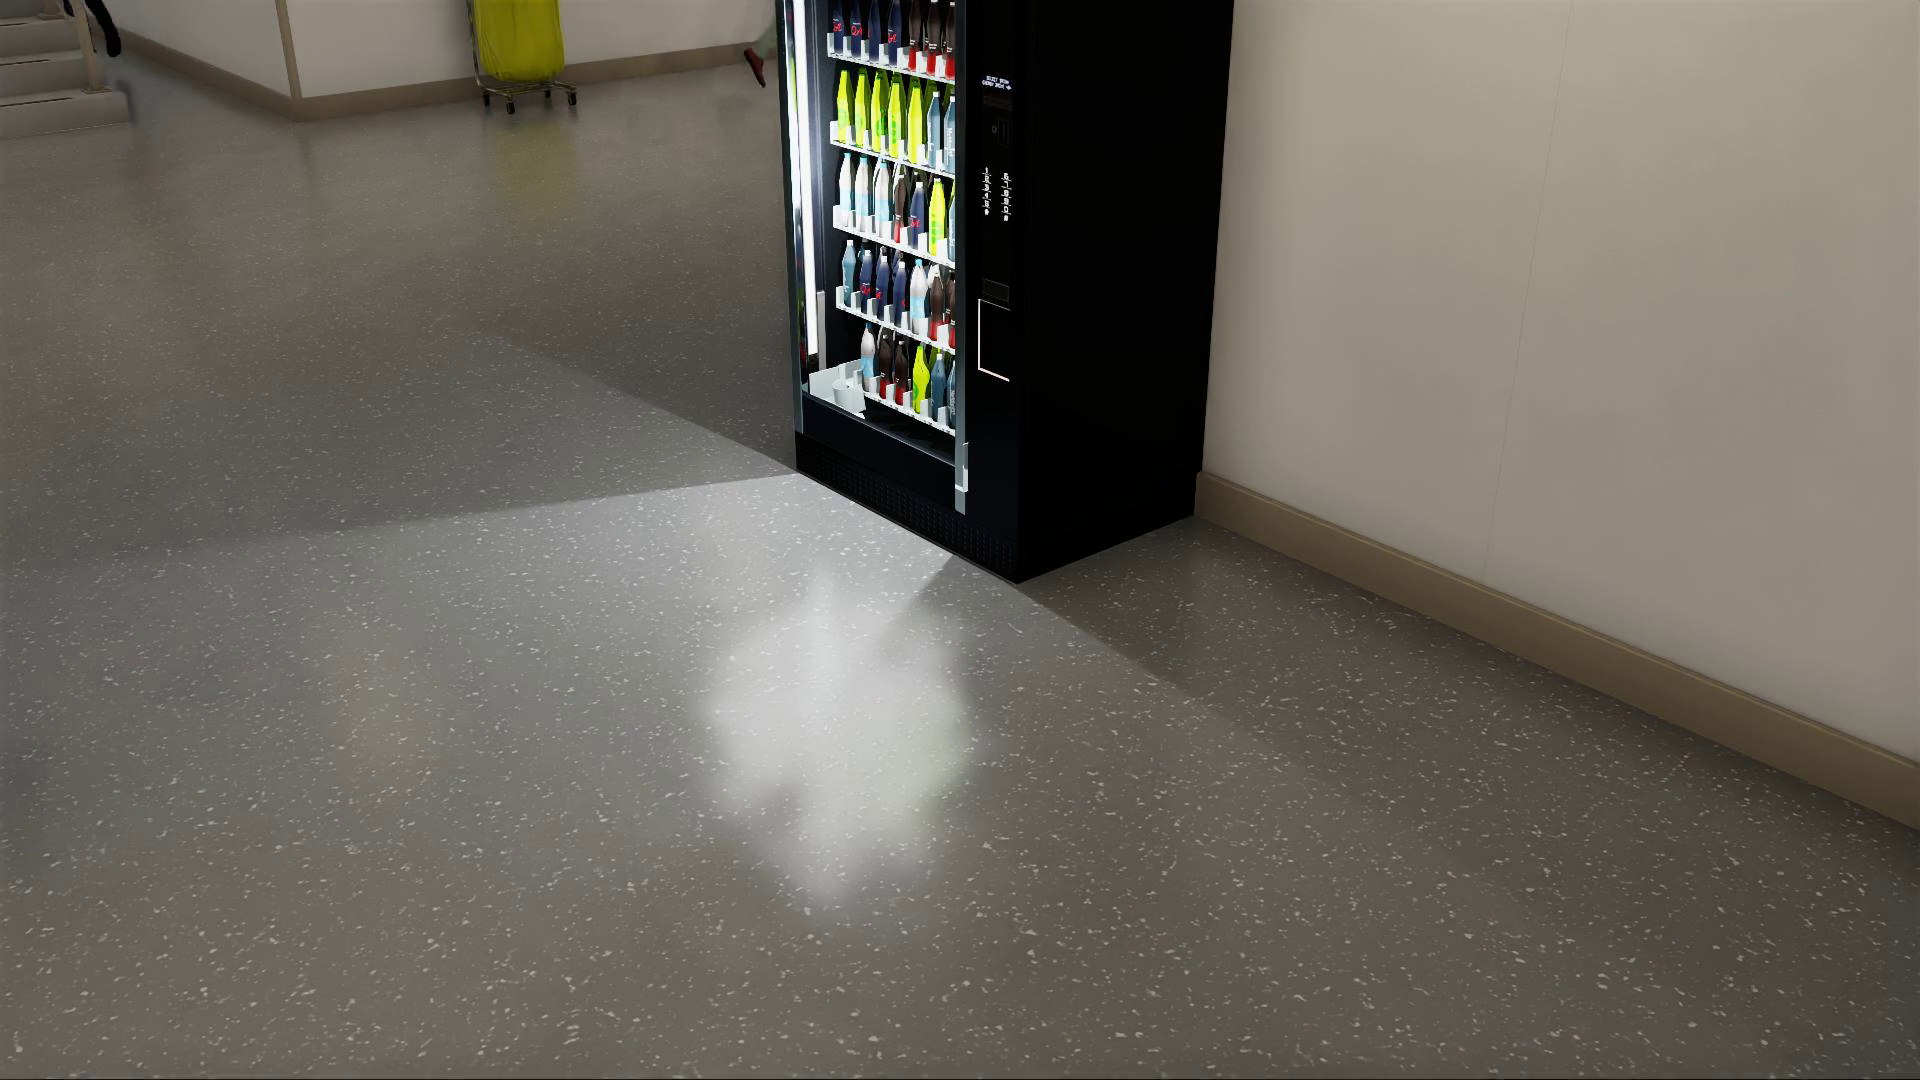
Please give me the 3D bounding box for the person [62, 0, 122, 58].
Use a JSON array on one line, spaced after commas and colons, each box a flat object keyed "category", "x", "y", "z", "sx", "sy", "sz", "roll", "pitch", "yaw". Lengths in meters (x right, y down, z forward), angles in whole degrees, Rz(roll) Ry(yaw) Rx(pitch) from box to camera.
[{"category": "person", "x": -7.035, "y": -4.689, "z": 13.139, "sx": 1.007, "sy": 1.864, "sz": 0.788, "roll": 21, "pitch": 33, "yaw": 36}]
